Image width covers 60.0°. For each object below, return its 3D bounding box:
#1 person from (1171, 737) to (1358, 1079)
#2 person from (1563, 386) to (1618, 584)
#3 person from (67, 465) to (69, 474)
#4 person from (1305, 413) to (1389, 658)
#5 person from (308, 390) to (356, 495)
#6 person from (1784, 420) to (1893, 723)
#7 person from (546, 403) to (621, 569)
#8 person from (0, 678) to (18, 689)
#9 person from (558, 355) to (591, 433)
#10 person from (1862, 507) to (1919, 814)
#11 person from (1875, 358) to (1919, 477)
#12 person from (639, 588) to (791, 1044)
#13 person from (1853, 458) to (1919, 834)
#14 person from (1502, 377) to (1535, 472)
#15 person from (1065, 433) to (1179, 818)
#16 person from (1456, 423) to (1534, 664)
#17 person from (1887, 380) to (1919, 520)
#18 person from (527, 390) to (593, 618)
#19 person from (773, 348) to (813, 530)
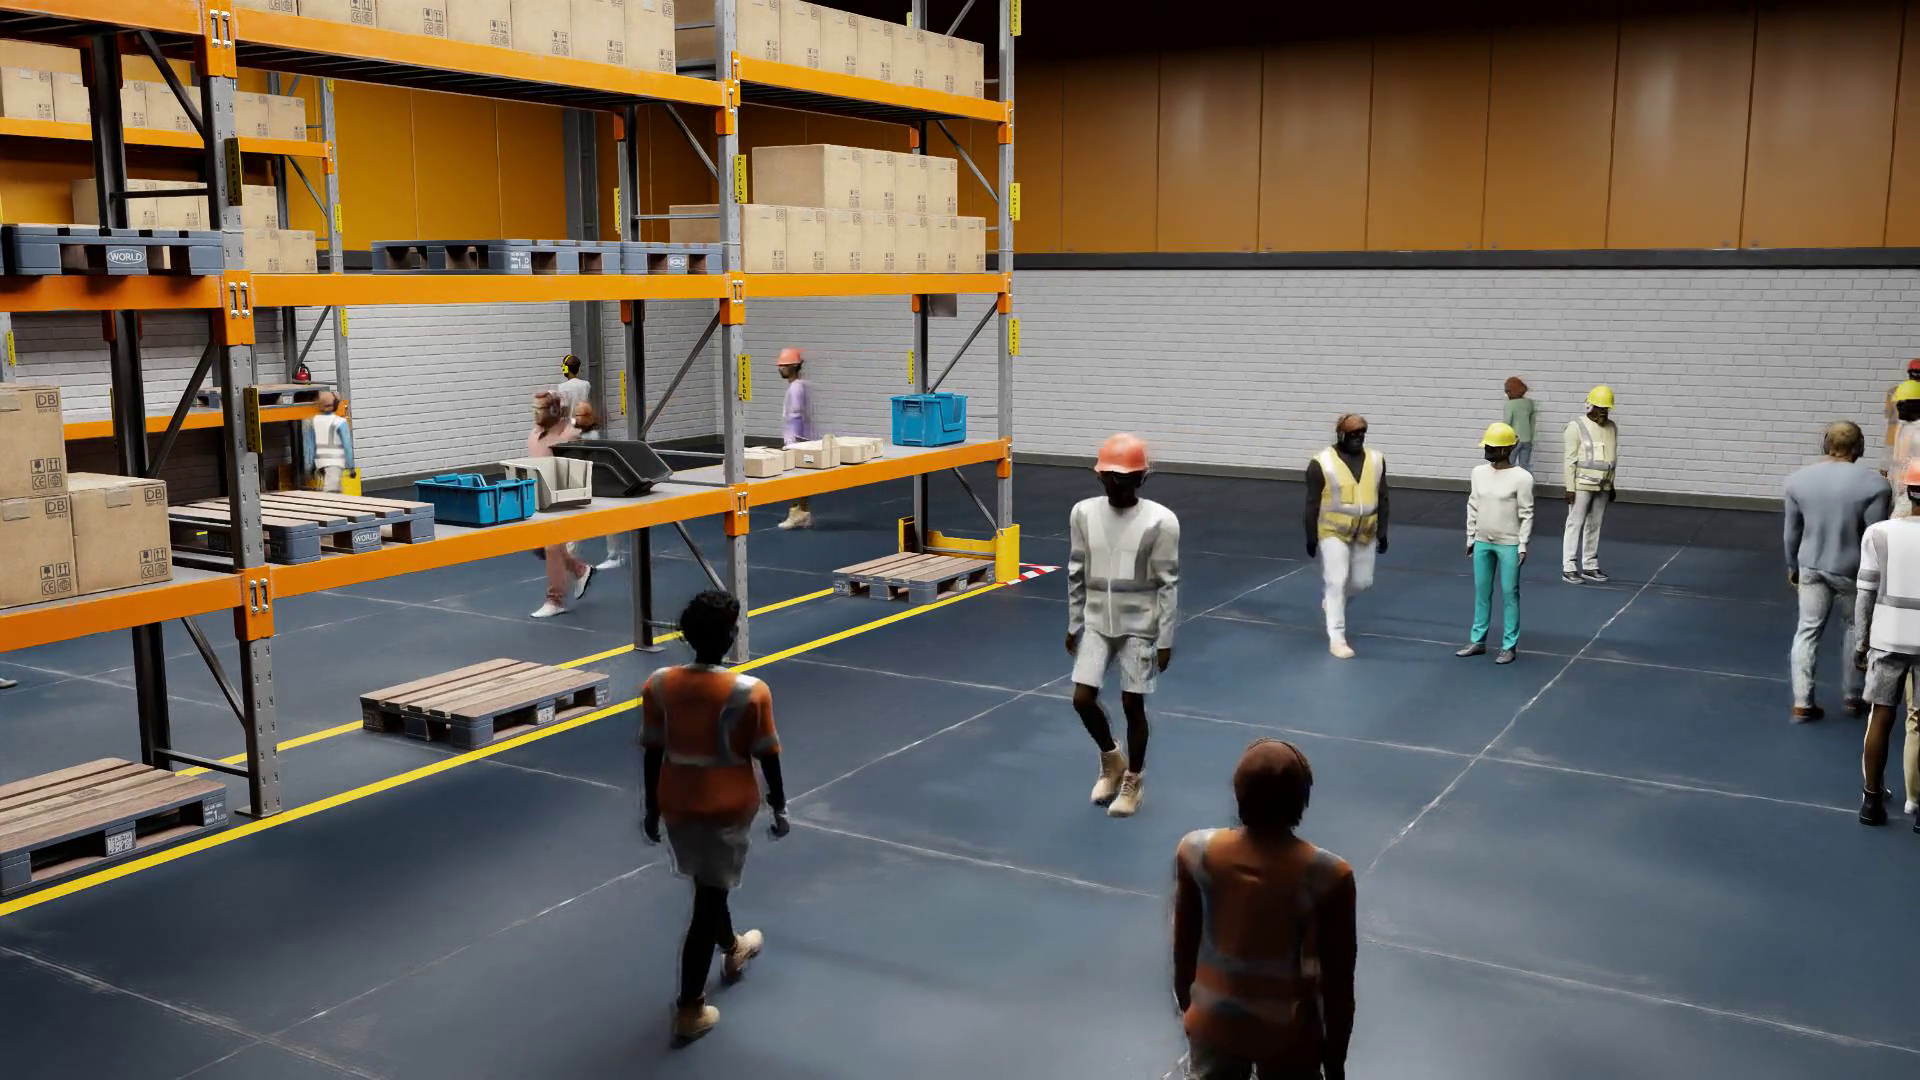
[{"bbox_3d":[0.786,1.341,4.436,0.517,1.595,0.830,4,10,21],"label":"person"},{"bbox_3d":[5.809,-0.509,15.283,0.593,1.819,0.403,-4,10,-24],"label":"person"},{"bbox_3d":[-7.144,-0.143,12.948,0.624,1.841,0.430,5,10,29],"label":"person"},{"bbox_3d":[2.871,-0.060,12.488,0.632,1.820,0.666,-2,9,-14],"label":"person"},{"bbox_3d":[-6.719,-0.788,17.701,0.534,1.601,0.850,5,10,27],"label":"person"},{"bbox_3d":[5.626,0.193,10.622,0.874,1.905,0.667,-8,12,-42],"label":"person"},{"bbox_3d":[-3.603,-0.496,15.841,0.770,1.603,0.499,-6,11,-32],"label":"person"},{"bbox_3d":[-6.775,0.121,11.278,0.567,1.841,0.377,5,10,27],"label":"person"},{"bbox_3d":[-4.635,-1.287,19.981,0.332,1.874,0.520,6,11,32],"label":"person"},{"bbox_3d":[5.024,0.623,8.797,0.282,1.634,0.498,-5,10,-27],"label":"person"},{"bbox_3d":[10.485,-1.068,18.521,0.788,1.906,0.587,6,11,33],"label":"person"},{"bbox_3d":[-0.898,0.998,6.364,0.547,1.650,0.856,4,10,22],"label":"person"},{"bbox_3d":[4.872,0.523,8.488,0.552,1.932,0.377,8,12,40],"label":"person"},{"bbox_3d":[6.689,-1.141,19.904,0.618,1.617,0.290,-4,10,-24],"label":"person"},{"bbox_3d":[0.821,0.449,8.661,0.646,2.024,0.442,5,10,28],"label":"person"},{"bbox_3d":[3.920,0.023,12.142,0.329,1.765,0.526,-7,11,-37],"label":"person"},{"bbox_3d":[8.280,-0.447,14.611,0.607,1.903,0.633,1,9,5],"label":"person"},{"bbox_3d":[-3.349,-0.317,13.891,0.649,1.890,0.645,8,12,41],"label":"person"},{"bbox_3d":[-1.870,-1.096,18.319,0.551,2.022,0.626,-1,9,-4],"label":"person"}]
